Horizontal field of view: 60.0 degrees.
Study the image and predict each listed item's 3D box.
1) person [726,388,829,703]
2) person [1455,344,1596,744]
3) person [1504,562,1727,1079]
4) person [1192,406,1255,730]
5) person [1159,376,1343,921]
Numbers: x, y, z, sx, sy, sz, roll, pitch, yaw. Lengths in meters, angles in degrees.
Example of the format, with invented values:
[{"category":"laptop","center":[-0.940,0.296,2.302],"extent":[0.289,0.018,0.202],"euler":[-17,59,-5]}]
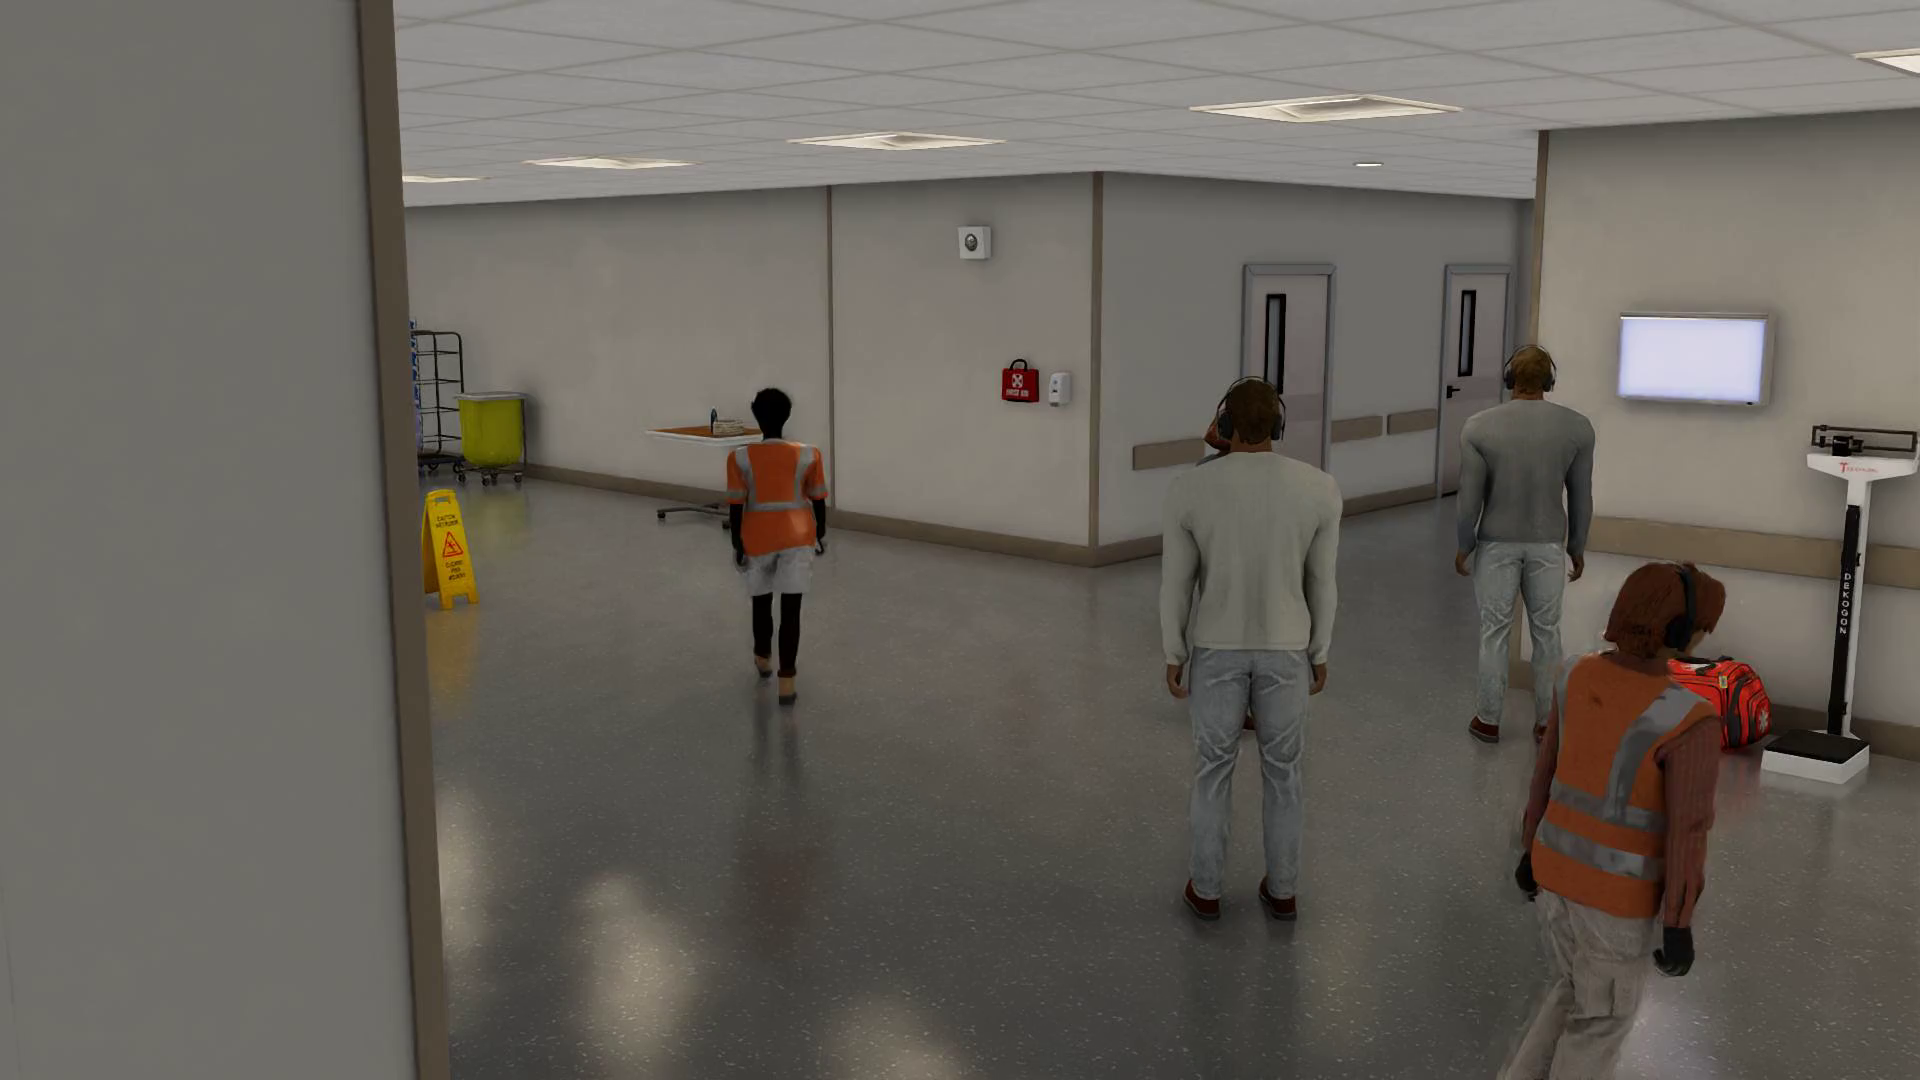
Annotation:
[{"category":"person","center":[-0.986,0.004,9.032],"extent":[0.545,1.649,0.856],"euler":[-1,9,-5]},{"category":"person","center":[2.716,0.028,8.051],"extent":[0.633,1.938,0.356],"euler":[2,9,10]},{"category":"person","center":[1.573,0.845,4.019],"extent":[0.391,1.613,0.522],"euler":[-2,10,-14]},{"category":"person","center":[1.344,0.134,8.335],"extent":[0.269,1.631,0.508],"euler":[-5,10,-28]},{"category":"person","center":[1.013,0.393,5.865],"extent":[0.622,1.932,0.371],"euler":[1,9,5]}]
